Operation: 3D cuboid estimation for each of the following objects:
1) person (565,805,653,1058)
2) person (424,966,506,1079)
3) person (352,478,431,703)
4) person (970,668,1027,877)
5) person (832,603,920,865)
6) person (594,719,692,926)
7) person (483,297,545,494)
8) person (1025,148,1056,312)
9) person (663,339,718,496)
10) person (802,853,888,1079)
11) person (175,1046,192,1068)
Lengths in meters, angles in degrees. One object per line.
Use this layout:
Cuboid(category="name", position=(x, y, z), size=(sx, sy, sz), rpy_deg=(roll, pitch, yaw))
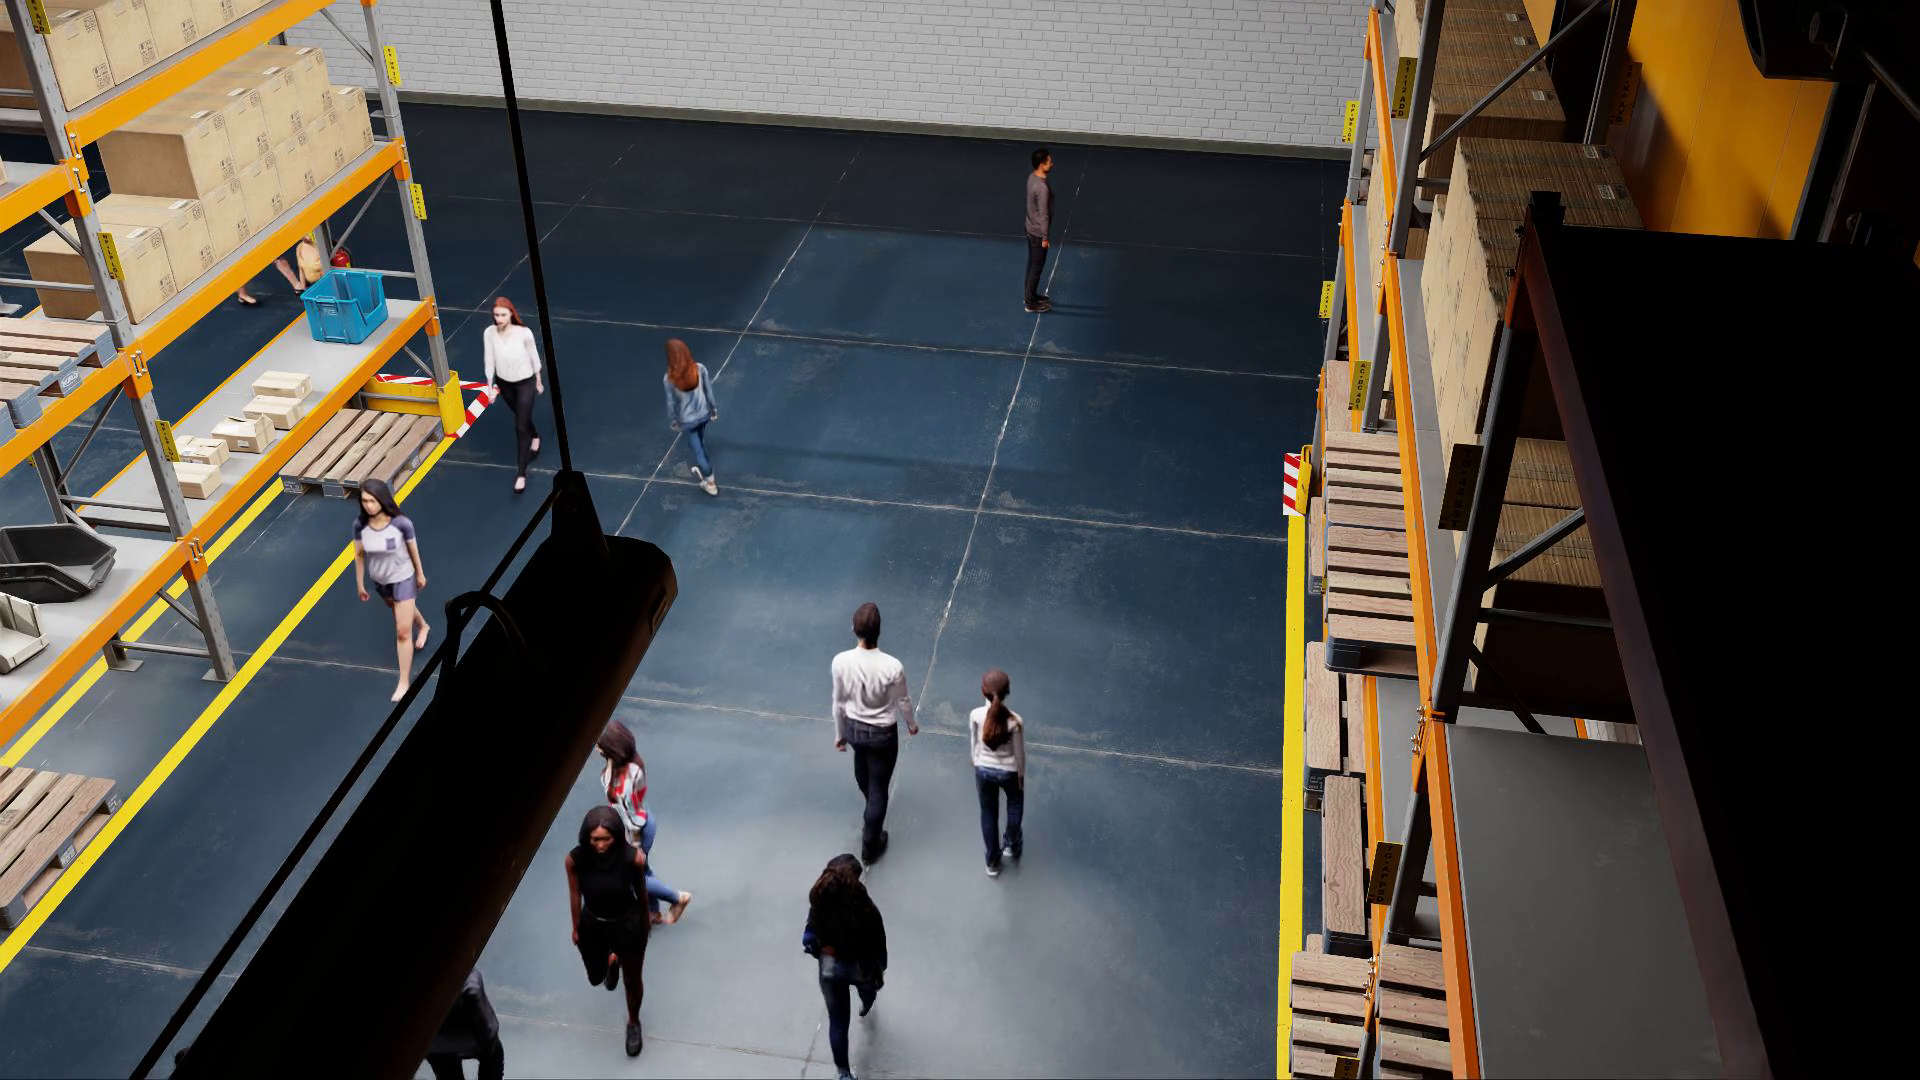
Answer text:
Cuboid(category="person", position=(-1.963, 2.131, 9.414), size=(0.738, 1.725, 0.913), rpy_deg=(-3, 34, -5))
Cuboid(category="person", position=(-2.690, 2.645, 8.764), size=(0.730, 1.589, 0.699), rpy_deg=(0, 34, 1))
Cuboid(category="person", position=(-4.157, 0.256, 12.297), size=(0.699, 1.656, 1.151), rpy_deg=(2, 34, 3))
Cuboid(category="person", position=(0.214, 1.516, 10.506), size=(0.530, 1.541, 0.607), rpy_deg=(4, 34, 6))
Cuboid(category="person", position=(-0.592, 1.288, 10.578), size=(0.735, 1.841, 1.045), rpy_deg=(12, 35, 17))
Cuboid(category="person", position=(-1.905, 1.735, 10.126), size=(0.815, 1.596, 0.746), rpy_deg=(-14, 36, -19))
Cuboid(category="person", position=(-3.896, -1.356, 14.688), size=(0.698, 1.696, 1.203), rpy_deg=(2, 34, 3))
Cuboid(category="person", position=(0.812, -3.276, 17.512), size=(0.751, 1.766, 0.577), rpy_deg=(18, 38, 25))
Cuboid(category="person", position=(-2.279, -1.043, 14.437), size=(0.766, 1.451, 0.823), rpy_deg=(-18, 37, -24))
Cuboid(category="person", position=(-0.630, 2.417, 9.116), size=(0.703, 1.579, 1.024), rpy_deg=(2, 34, 4))
Cuboid(category="person", position=(-3.528, 3.044, 8.065), size=(0.988, 1.699, 1.139), rpy_deg=(-14, 36, -20))
